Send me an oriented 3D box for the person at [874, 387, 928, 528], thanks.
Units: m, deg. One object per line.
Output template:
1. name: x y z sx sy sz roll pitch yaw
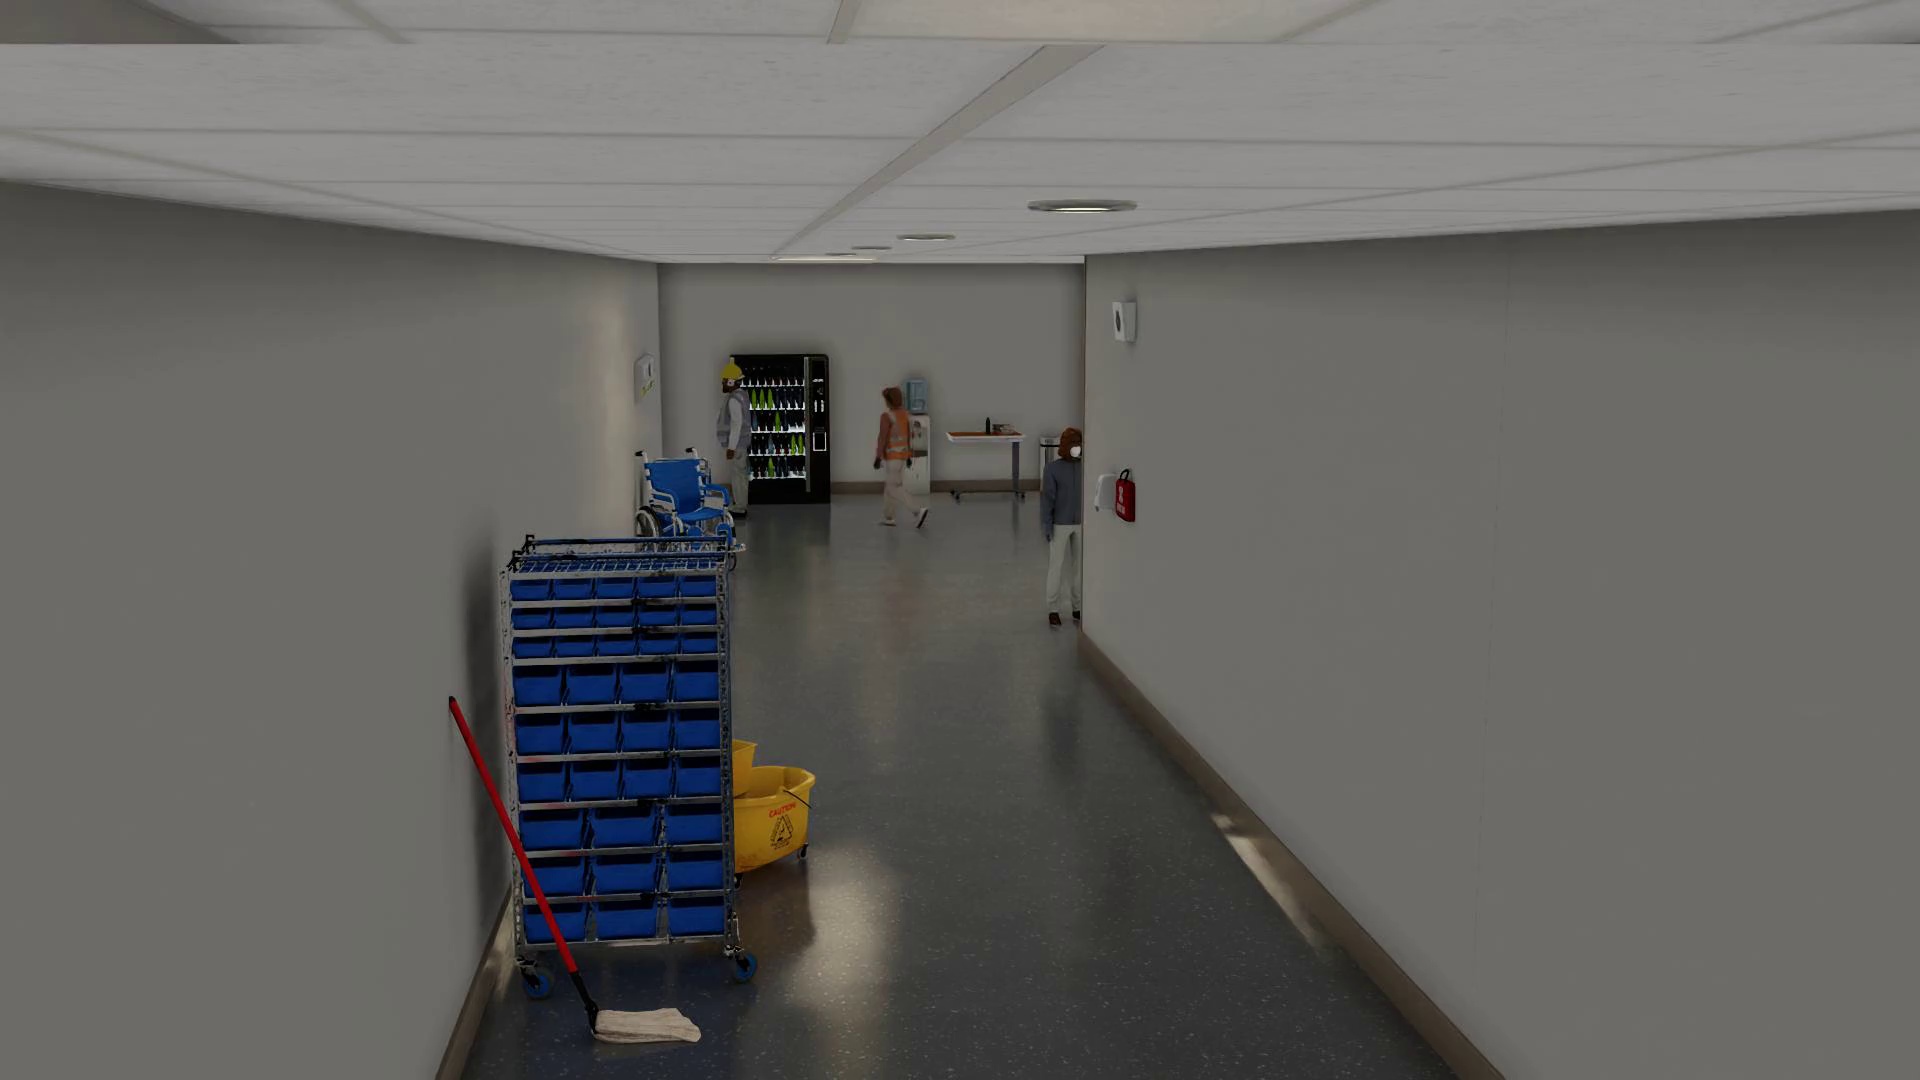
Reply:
1. person: -0.669 -0.929 18.854 0.705 1.611 0.515 4 10 25

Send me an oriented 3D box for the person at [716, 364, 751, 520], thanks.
1. person: -2.653 -1.146 19.514 0.403 1.835 0.586 0 9 1

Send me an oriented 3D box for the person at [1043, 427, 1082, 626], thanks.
1. person: 0.912 -0.115 13.706 0.499 1.633 0.285 -4 10 -23
